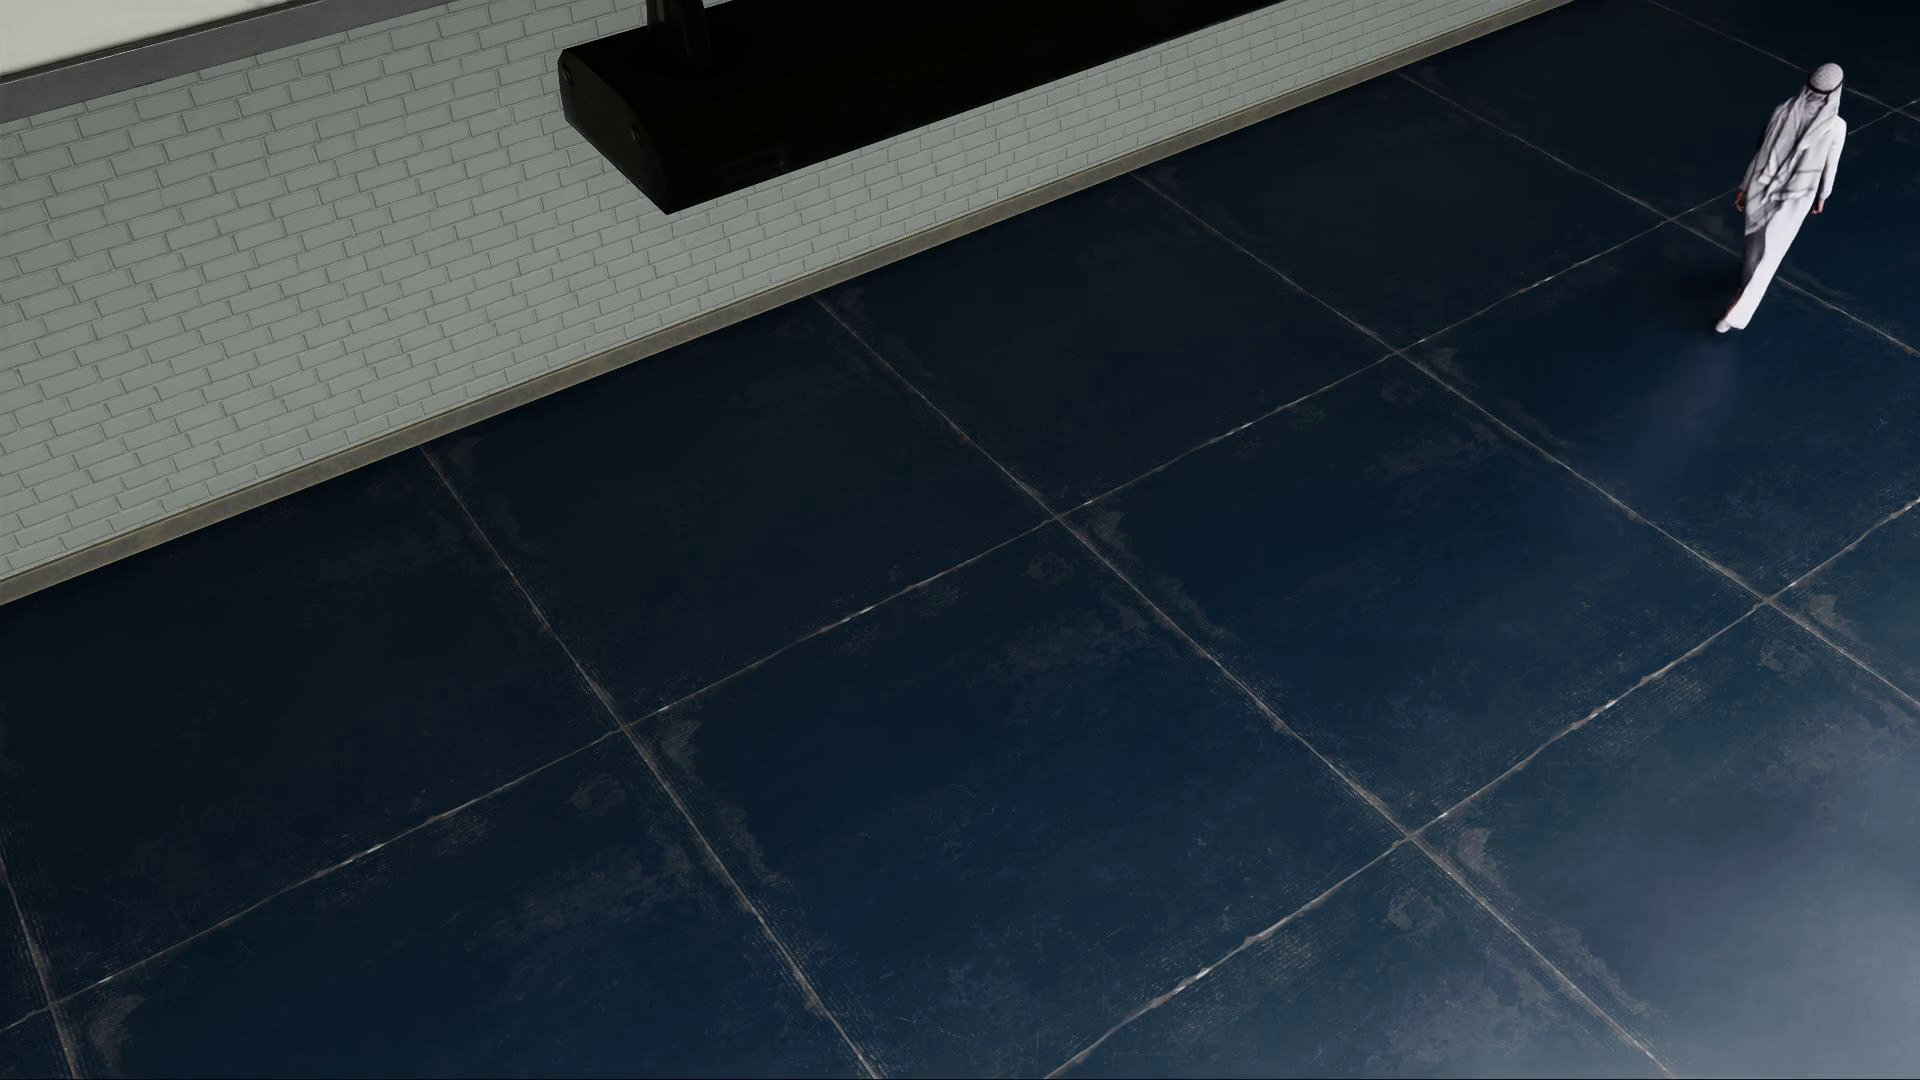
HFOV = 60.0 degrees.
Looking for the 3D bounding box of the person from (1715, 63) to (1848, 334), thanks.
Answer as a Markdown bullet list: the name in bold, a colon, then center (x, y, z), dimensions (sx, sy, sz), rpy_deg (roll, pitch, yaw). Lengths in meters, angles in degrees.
- **person**: center (5.537, -2.265, 11.296), dimensions (1.291, 1.870, 1.020), rpy_deg (29, 50, 27)
